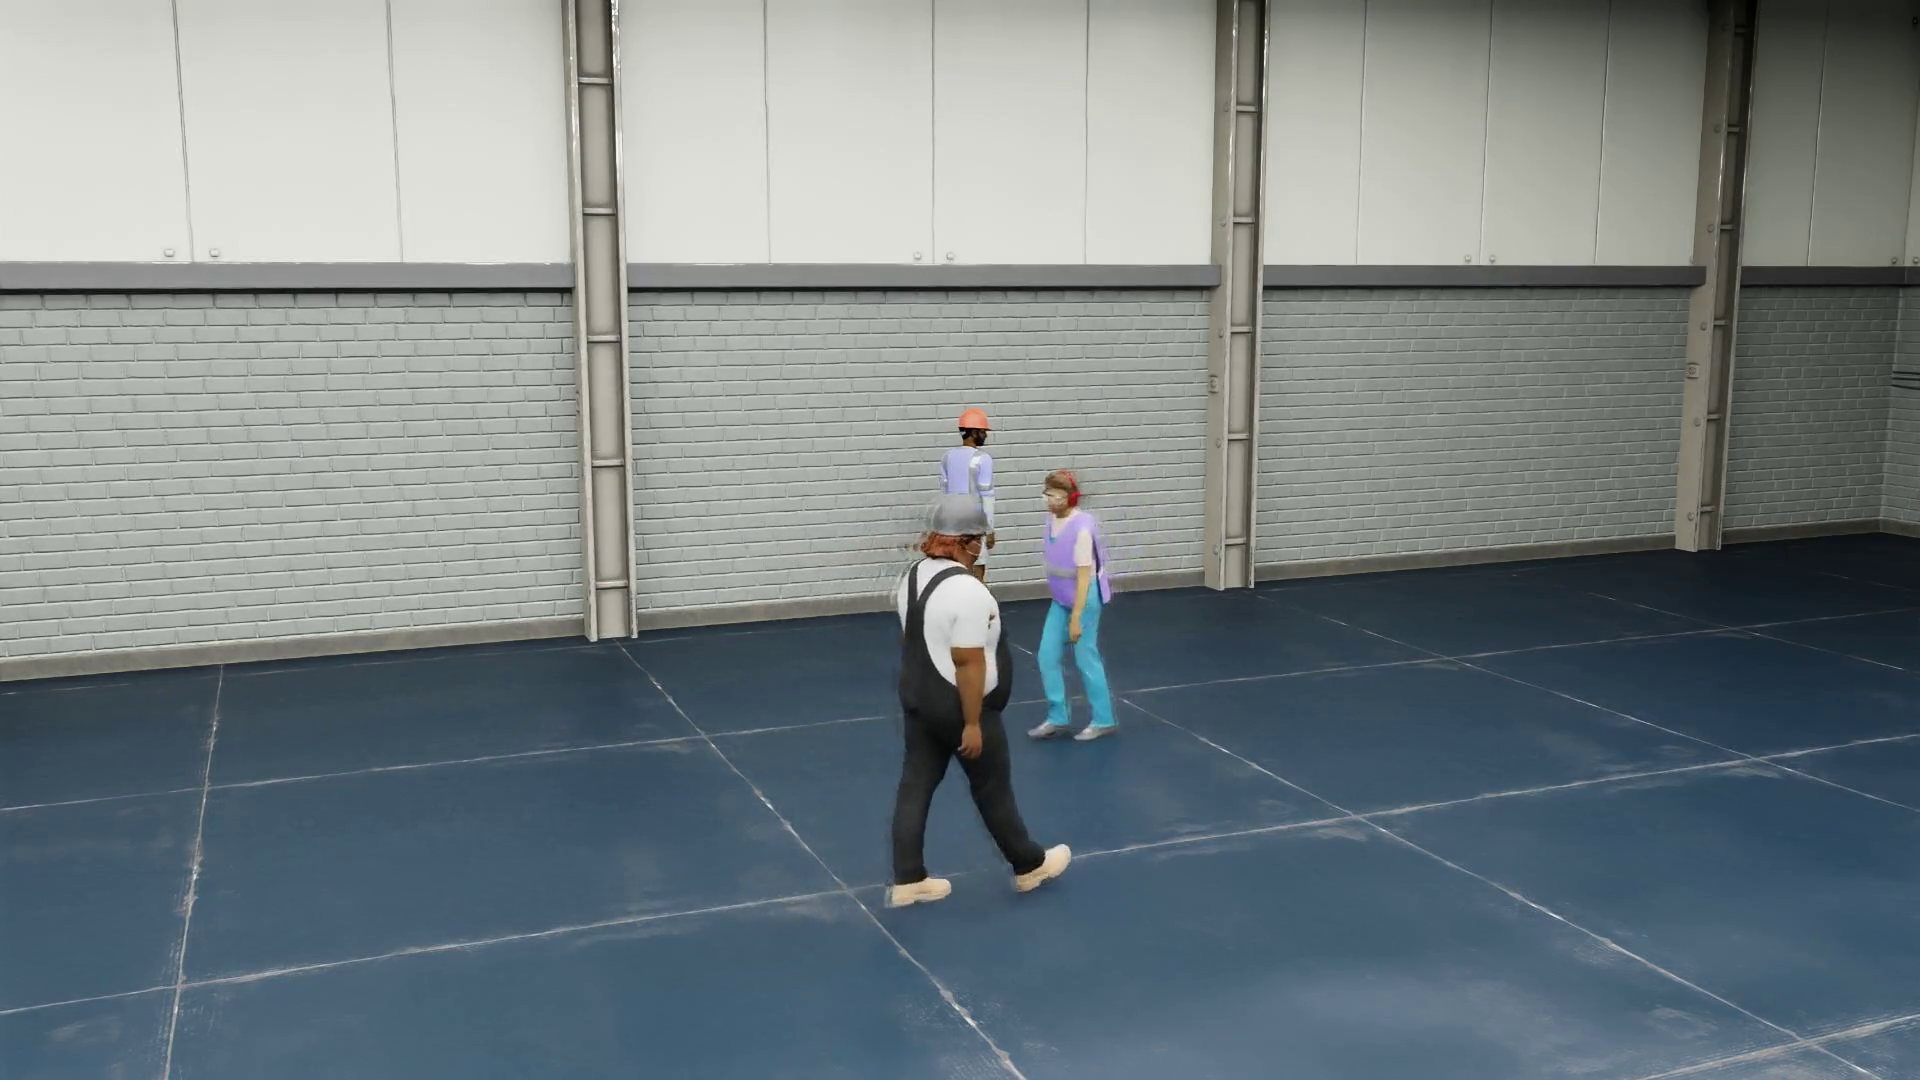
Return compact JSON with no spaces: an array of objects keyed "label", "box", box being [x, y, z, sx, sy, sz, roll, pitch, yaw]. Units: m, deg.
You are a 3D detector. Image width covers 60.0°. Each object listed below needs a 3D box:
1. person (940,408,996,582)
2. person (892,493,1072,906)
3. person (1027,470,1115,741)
[{"label":"person","box":[0.089,-0.134,13.894,0.546,1.934,0.376,9,12,43]},{"label":"person","box":[0.077,0.742,8.059,0.957,2.000,0.702,-6,11,-33]},{"label":"person","box":[0.729,0.438,10.704,0.698,1.800,0.579,-4,10,-25]}]
